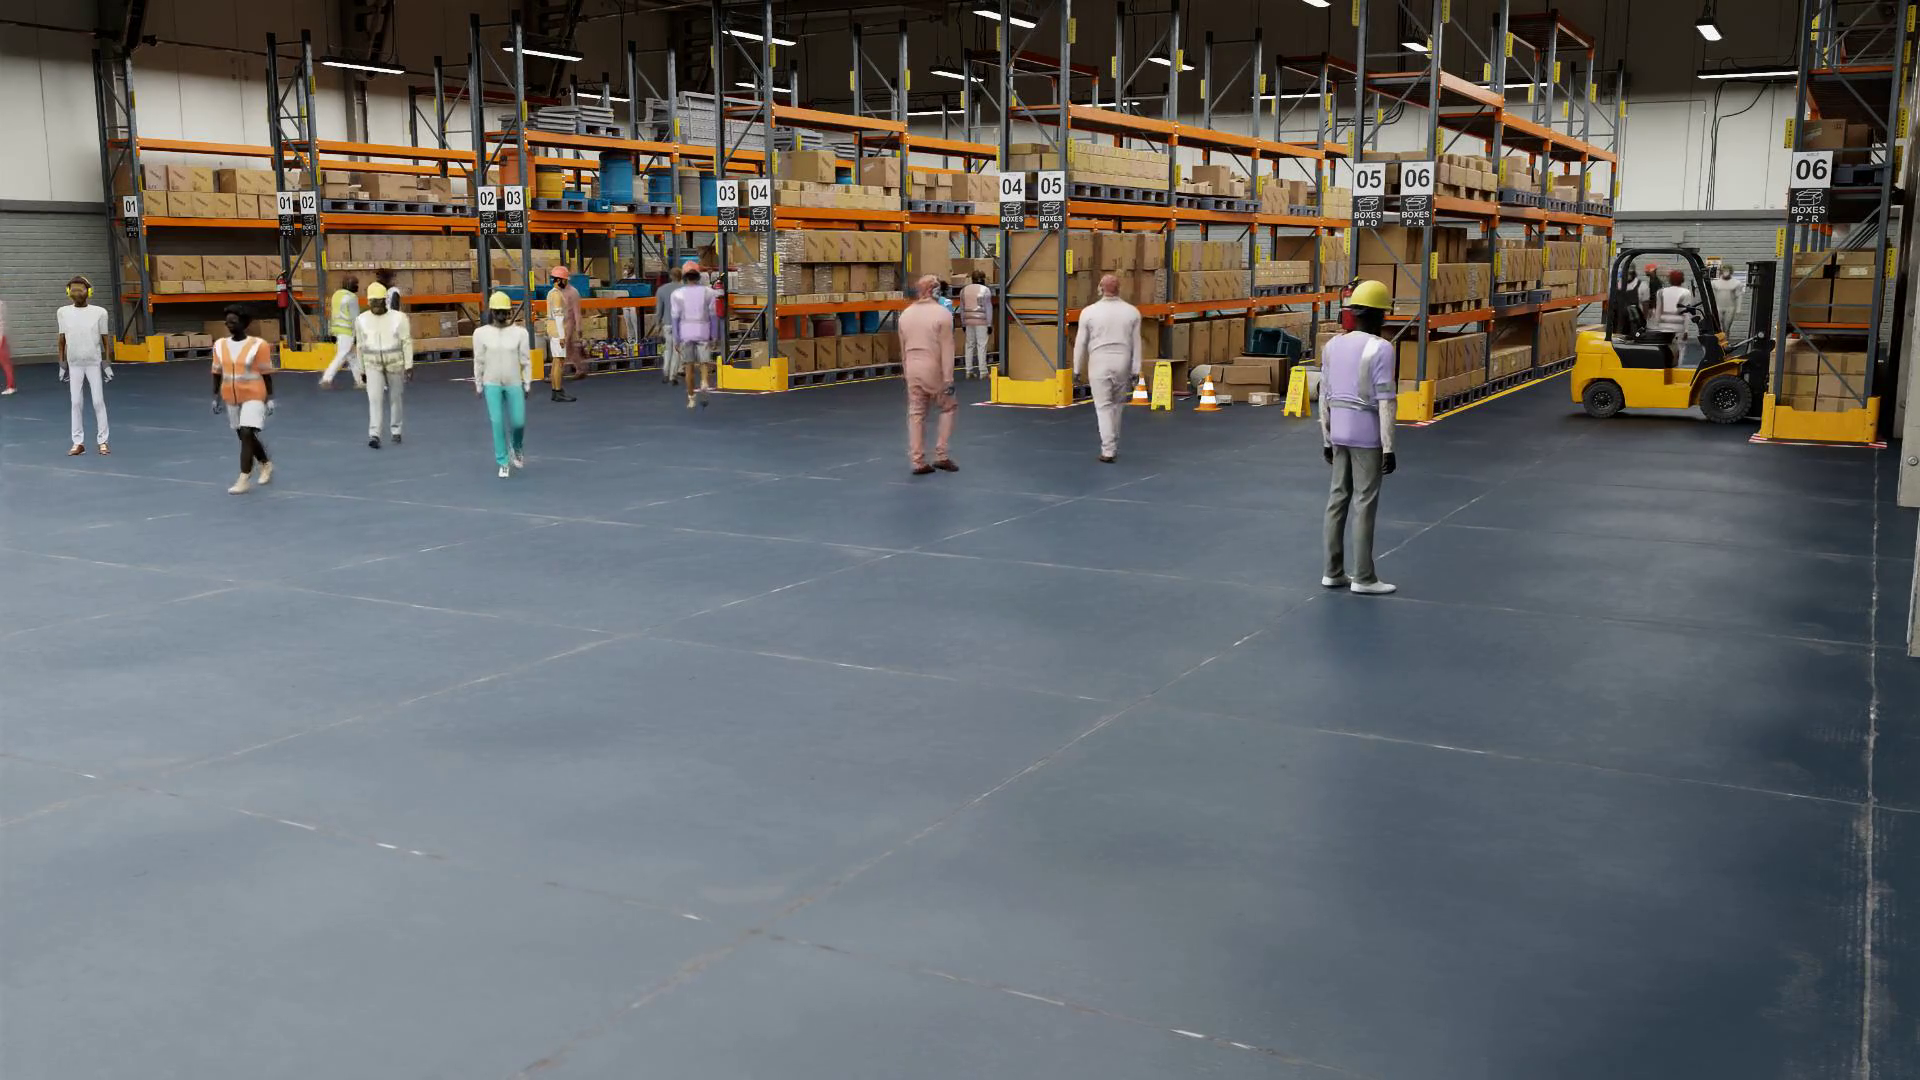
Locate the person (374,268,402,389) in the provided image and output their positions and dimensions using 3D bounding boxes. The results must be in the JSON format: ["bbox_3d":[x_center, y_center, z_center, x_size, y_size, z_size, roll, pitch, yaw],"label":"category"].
[{"bbox_3d":[-8.908,-3.281,25.887,0.593,1.894,0.502,7,12,37],"label":"person"}]

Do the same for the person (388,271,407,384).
[{"bbox_3d":[-9.240,-3.435,26.942,0.343,1.839,0.506,-7,12,-36],"label":"person"}]

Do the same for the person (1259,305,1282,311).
[{"bbox_3d":[6.890,-5.193,36.946,0.610,1.942,0.841,9,13,42],"label":"person"}]

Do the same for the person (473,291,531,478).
[{"bbox_3d":[-4.302,-1.461,15.654,0.526,1.755,0.418,-3,10,-17],"label":"person"}]

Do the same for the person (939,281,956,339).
[{"bbox_3d":[-0.358,-3.462,27.603,0.577,1.663,0.524,4,11,23],"label":"person"}]

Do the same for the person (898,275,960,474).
[{"bbox_3d":[-0.245,-1.573,15.877,0.679,1.885,0.616,7,12,36],"label":"person"}]

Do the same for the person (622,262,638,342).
[{"bbox_3d":[-7.115,-5.035,36.018,0.627,1.940,0.371,9,13,42],"label":"person"}]

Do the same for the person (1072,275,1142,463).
[{"bbox_3d":[1.474,-1.747,16.955,0.670,1.865,0.922,-2,10,-12],"label":"person"}]

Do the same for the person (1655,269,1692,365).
[{"bbox_3d":[11.233,-3.327,26.210,0.575,1.870,0.409,9,13,42],"label":"person"}]

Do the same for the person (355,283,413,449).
[{"bbox_3d":[-6.253,-1.893,18.075,0.602,1.784,0.921,-2,10,-11],"label":"person"}]

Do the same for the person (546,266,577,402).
[{"bbox_3d":[-5.707,-2.940,23.767,0.368,1.934,0.543,-4,10,-21],"label":"person"}]

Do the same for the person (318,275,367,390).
[{"bbox_3d":[-9.573,-3.205,25.769,0.906,1.797,0.656,-9,13,-42],"label":"person"}]

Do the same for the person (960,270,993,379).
[{"bbox_3d":[0.298,-3.640,28.144,0.625,1.840,0.430,7,12,37],"label":"person"}]

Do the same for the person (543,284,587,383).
[{"bbox_3d":[-6.554,-3.545,27.538,0.665,1.863,1.003,7,12,36],"label":"person"}]

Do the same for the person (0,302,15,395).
[{"bbox_3d":[-14.460,-2.998,24.704,0.548,1.730,0.853,2,10,13],"label":"person"}]

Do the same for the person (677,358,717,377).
[{"bbox_3d":[-4.556,-3.615,28.695,0.825,1.595,0.535,-9,13,-42],"label":"person"}]

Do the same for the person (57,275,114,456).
[{"bbox_3d":[-9.127,-1.814,17.352,0.515,1.876,0.329,-3,10,-17],"label":"person"}]

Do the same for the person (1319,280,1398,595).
[{"bbox_3d":[2.478,-0.630,10.266,0.385,1.922,0.594,-6,11,-31],"label":"person"}]

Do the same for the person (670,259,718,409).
[{"bbox_3d":[-3.573,-2.754,22.405,0.634,2.029,0.627,-2,10,-12],"label":"person"}]

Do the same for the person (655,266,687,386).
[{"bbox_3d":[-4.559,-3.447,26.816,0.631,1.899,0.693,1,10,6],"label":"person"}]

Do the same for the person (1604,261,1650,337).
[{"bbox_3d":[11.142,-3.693,27.859,0.692,2.000,0.596,7,12,34],"label":"person"}]

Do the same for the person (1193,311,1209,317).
[{"bbox_3d":[6.257,-6.178,43.048,0.587,1.821,0.582,8,12,38],"label":"person"}]

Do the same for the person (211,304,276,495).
[{"bbox_3d":[-6.335,-1.272,14.786,0.540,1.669,0.829,1,10,8],"label":"person"}]

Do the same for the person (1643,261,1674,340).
[{"bbox_3d":[14.777,-4.916,35.231,0.708,1.969,0.623,4,11,23],"label":"person"}]

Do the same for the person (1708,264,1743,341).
[{"bbox_3d":[15.682,-4.692,34.117,0.654,1.892,0.972,4,11,24],"label":"person"}]
